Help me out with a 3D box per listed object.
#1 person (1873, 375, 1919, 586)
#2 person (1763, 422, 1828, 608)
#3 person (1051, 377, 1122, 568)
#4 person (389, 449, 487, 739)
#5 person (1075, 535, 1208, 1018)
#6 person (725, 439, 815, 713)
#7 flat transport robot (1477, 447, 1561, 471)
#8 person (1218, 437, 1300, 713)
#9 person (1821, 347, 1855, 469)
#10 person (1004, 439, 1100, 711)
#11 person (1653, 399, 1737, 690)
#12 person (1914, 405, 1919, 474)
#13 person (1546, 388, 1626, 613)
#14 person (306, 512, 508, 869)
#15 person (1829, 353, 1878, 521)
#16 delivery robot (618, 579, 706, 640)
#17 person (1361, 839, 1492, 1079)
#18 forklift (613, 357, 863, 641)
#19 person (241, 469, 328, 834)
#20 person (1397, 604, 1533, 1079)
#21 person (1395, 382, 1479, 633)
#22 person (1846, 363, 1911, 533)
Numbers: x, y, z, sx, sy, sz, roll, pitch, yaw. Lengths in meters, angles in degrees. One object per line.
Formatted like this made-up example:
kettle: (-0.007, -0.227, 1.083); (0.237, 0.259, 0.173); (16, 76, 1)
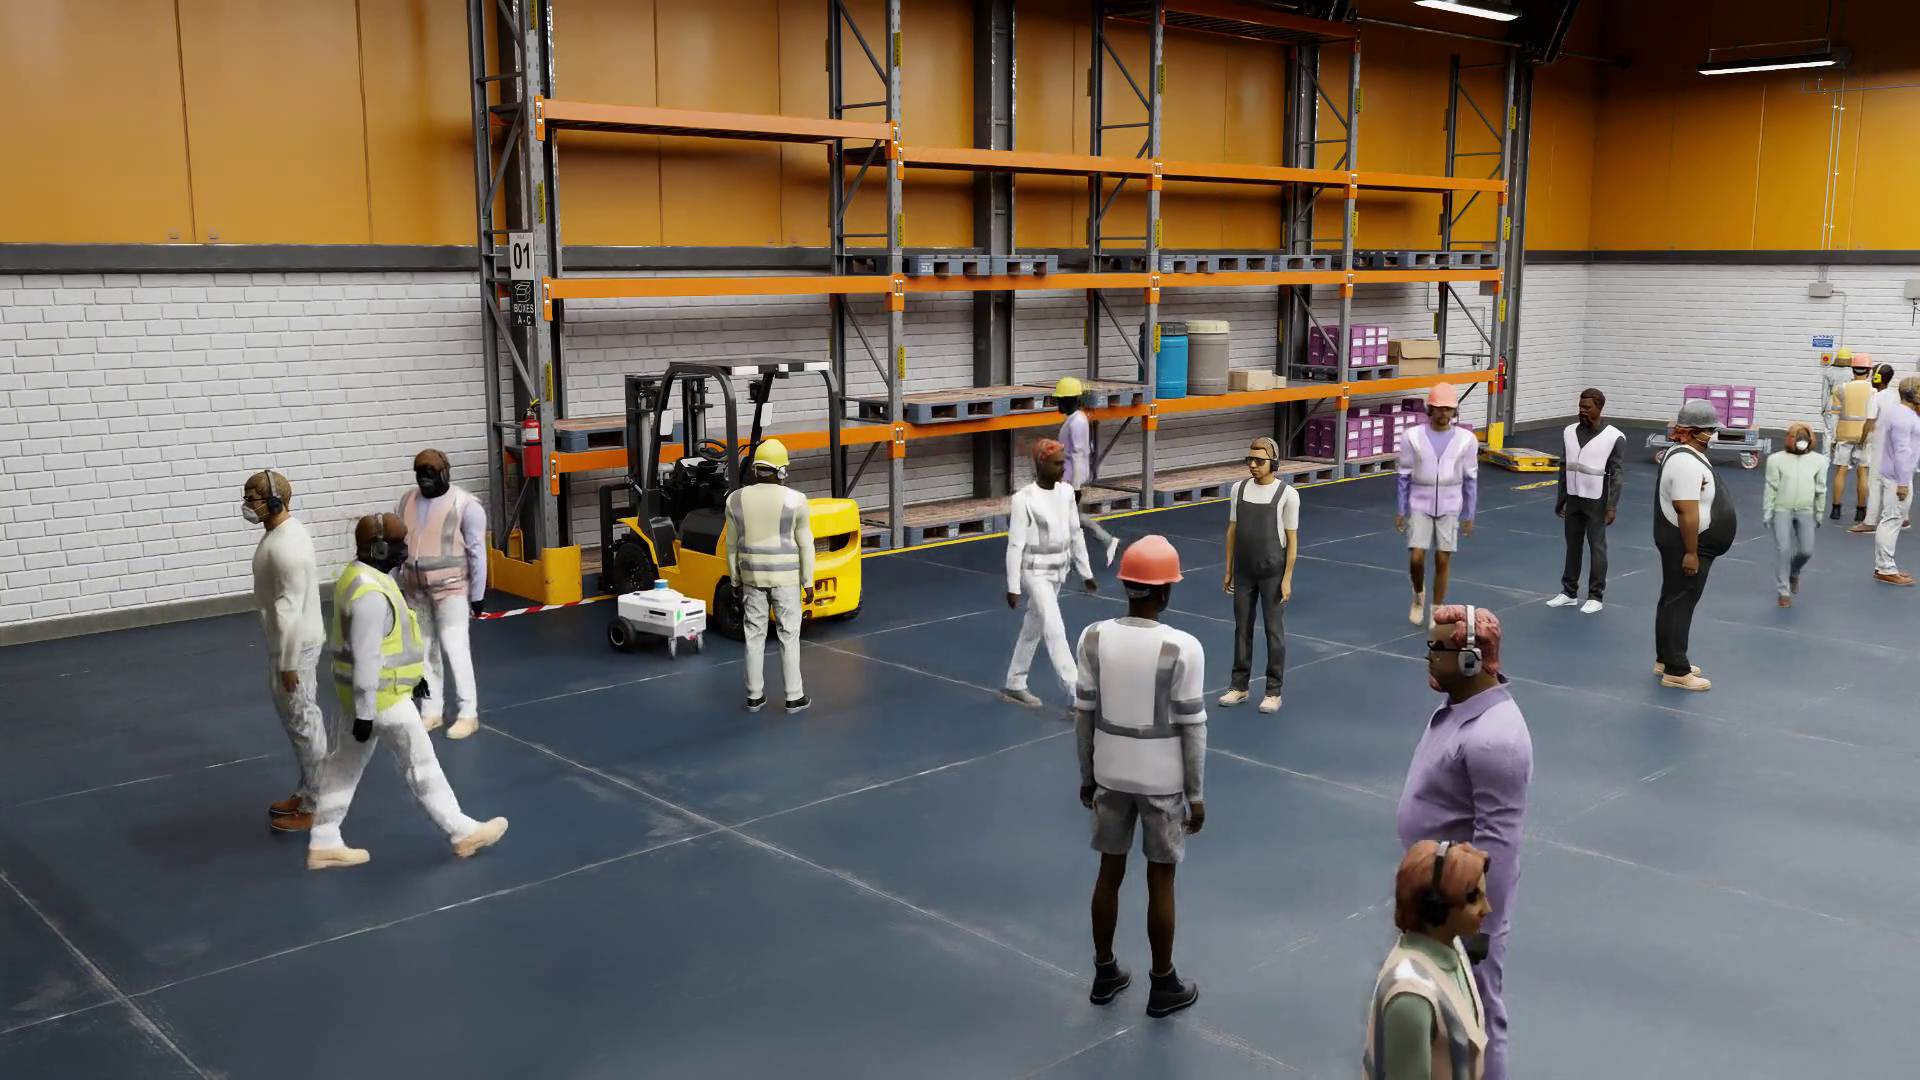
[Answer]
person: (8.723, -0.554, 15.422); (0.371, 1.940, 0.627); (5, 11, 28)
person: (7.255, -0.235, 14.499); (0.505, 1.617, 0.473); (2, 10, 13)
person: (1.130, -0.614, 15.890); (0.779, 1.902, 0.596); (1, 10, 6)
person: (-3.324, 0.331, 10.573); (0.657, 1.837, 0.443); (3, 10, 19)
person: (0.737, 0.941, 6.695); (0.556, 1.932, 0.384); (6, 11, 30)
person: (-1.249, 0.242, 11.067); (0.603, 1.830, 0.404); (2, 10, 11)
flat transport robot: (8.021, -1.166, 23.879); (0.652, 0.197, 1.431); (-1, 10, -6)
person: (1.998, 0.228, 11.116); (0.508, 1.846, 0.345); (7, 12, 34)
person: (12.563, -1.880, 23.748); (0.511, 1.731, 0.333); (9, 13, 42)
person: (0.646, 0.261, 10.949); (0.994, 1.828, 0.585); (7, 12, 37)
person: (5.190, 0.019, 11.767); (0.538, 2.000, 0.687); (3, 10, 16)
person: (13.371, -1.690, 22.943); (0.512, 1.634, 0.915); (2, 10, 12)
person: (5.379, -0.342, 14.239); (0.393, 1.920, 0.587); (-6, 11, -32)
person: (-2.818, 0.745, 8.263); (0.980, 1.787, 0.630); (-5, 11, -26)
person: (10.314, -1.180, 19.109); (0.579, 1.932, 0.385); (7, 12, 35)
delivery robot: (-2.284, 0.546, 12.753); (0.707, 0.478, 0.477); (7, 12, 35)
person: (1.159, 1.527, 4.123); (0.364, 1.627, 0.534); (4, 11, 23)
forklift: (-1.847, -0.414, 13.852); (1.214, 2.155, 2.313); (-9, 13, -42)
person: (-3.554, 0.581, 8.819); (0.371, 1.933, 0.632); (-4, 11, -23)
person: (1.648, 1.151, 5.531); (0.400, 1.907, 0.645); (1, 10, 8)
person: (3.826, -0.249, 13.350); (0.630, 2.031, 0.449); (2, 10, 13)
person: (10.078, -0.987, 18.170); (0.730, 1.870, 0.447); (-6, 11, -31)
